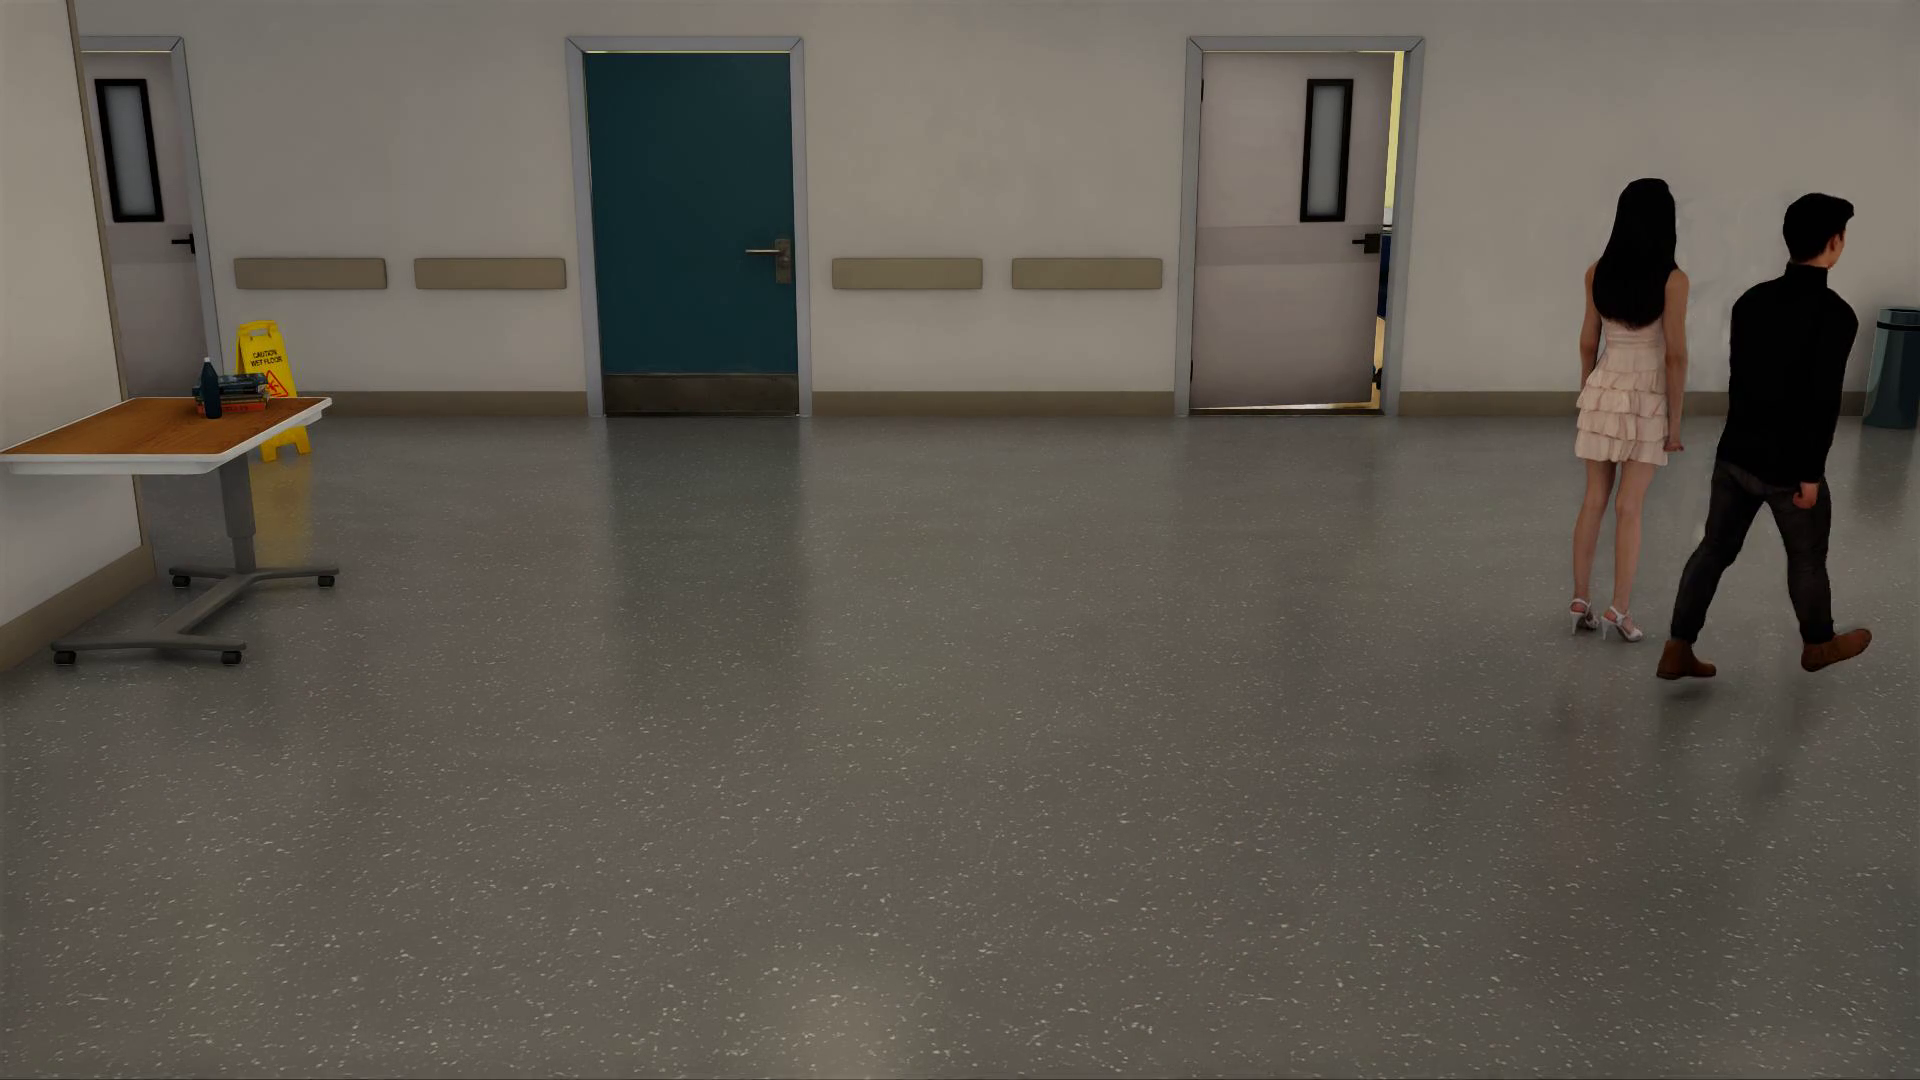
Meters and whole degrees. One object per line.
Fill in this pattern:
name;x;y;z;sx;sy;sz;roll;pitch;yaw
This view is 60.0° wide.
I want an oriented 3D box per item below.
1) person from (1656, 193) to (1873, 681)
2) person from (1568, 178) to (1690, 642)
person;2.708;-0.286;5.663;1.192;1.684;0.955;-7;17;-23
person;2.481;-0.471;6.223;0.700;1.736;0.658;-12;20;-37
